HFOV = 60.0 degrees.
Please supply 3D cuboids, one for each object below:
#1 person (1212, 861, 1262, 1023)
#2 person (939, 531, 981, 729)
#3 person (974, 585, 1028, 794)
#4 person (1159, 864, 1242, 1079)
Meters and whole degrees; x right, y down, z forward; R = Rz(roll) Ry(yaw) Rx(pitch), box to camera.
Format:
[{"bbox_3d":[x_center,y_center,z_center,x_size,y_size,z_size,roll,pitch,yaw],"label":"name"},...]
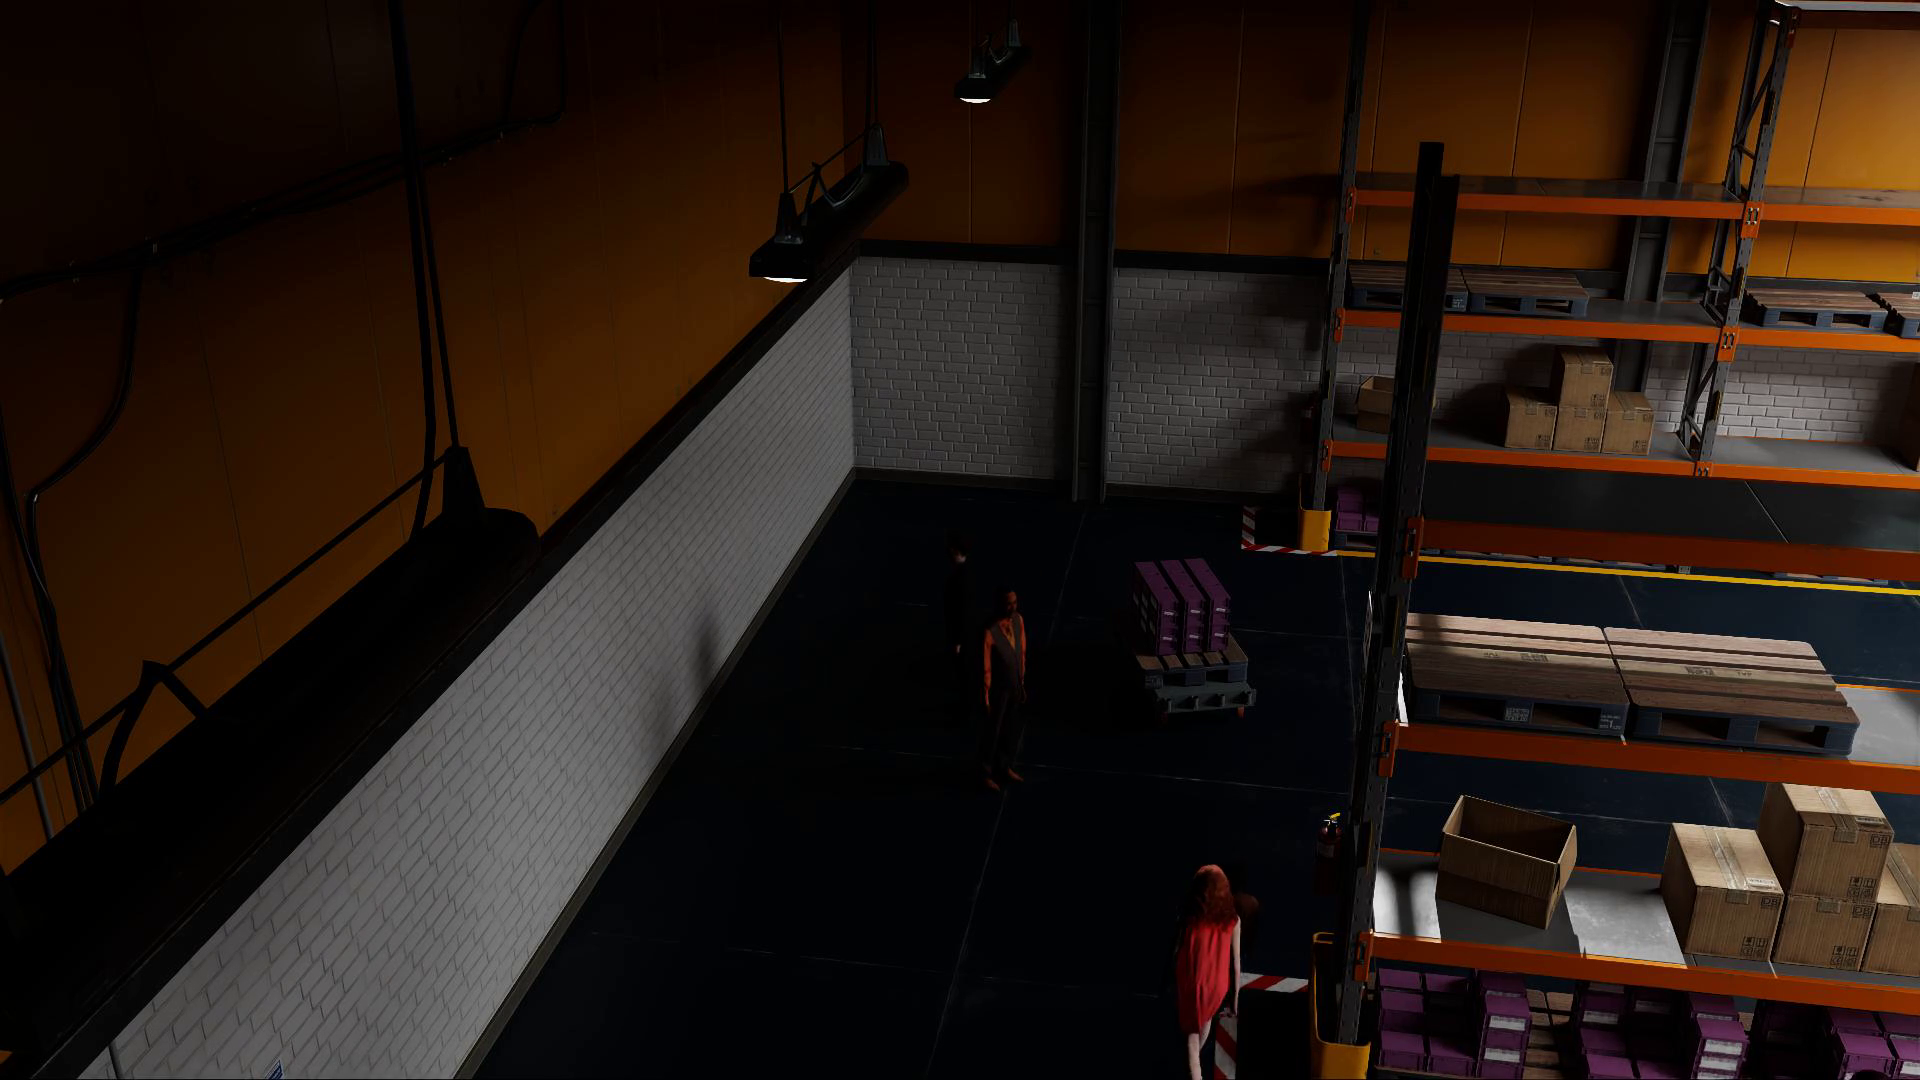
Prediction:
[{"bbox_3d":[1.842,2.757,11.344,0.700,1.244,0.592,4,24,8],"label":"person"},{"bbox_3d":[0.018,0.793,15.027,0.620,1.893,0.708,2,24,4],"label":"person"},{"bbox_3d":[0.326,1.227,14.017,0.812,1.907,0.788,21,31,39],"label":"person"},{"bbox_3d":[1.522,2.899,10.351,1.180,1.779,0.897,-2,24,-5],"label":"person"}]
